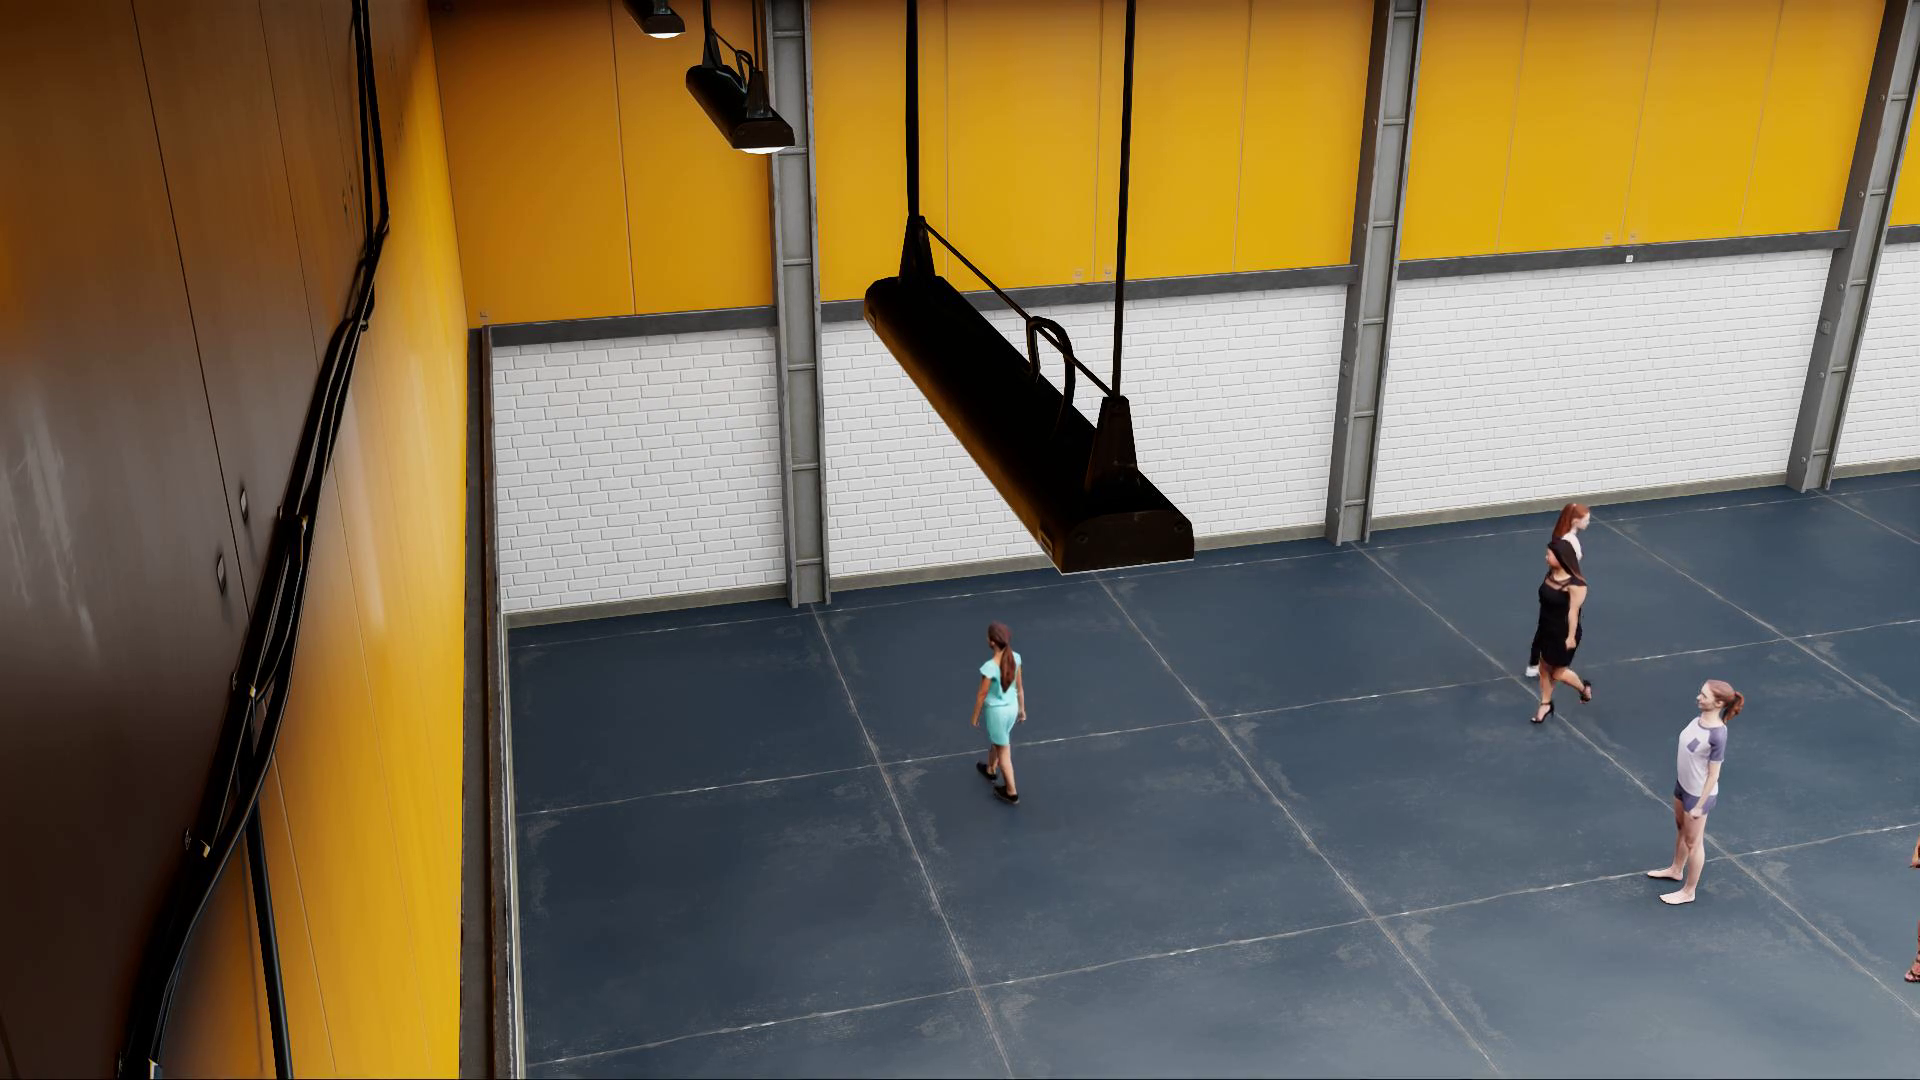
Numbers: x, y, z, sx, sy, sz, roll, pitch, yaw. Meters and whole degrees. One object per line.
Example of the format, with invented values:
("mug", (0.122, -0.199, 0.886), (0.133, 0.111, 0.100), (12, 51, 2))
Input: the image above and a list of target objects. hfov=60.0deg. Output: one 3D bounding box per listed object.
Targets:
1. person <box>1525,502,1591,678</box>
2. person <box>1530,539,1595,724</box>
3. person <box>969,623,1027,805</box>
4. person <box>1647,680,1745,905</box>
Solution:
("person", (5.326, 0.473, 15.036), (0.675, 1.734, 0.646), (-3, 24, -7))
("person", (5.229, 0.812, 14.308), (0.846, 1.695, 0.705), (-5, 24, -11))
("person", (0.375, 1.392, 13.175), (0.859, 1.540, 0.829), (-19, 30, -36))
("person", (5.309, 1.789, 11.982), (0.671, 1.768, 0.657), (2, 24, 5))
